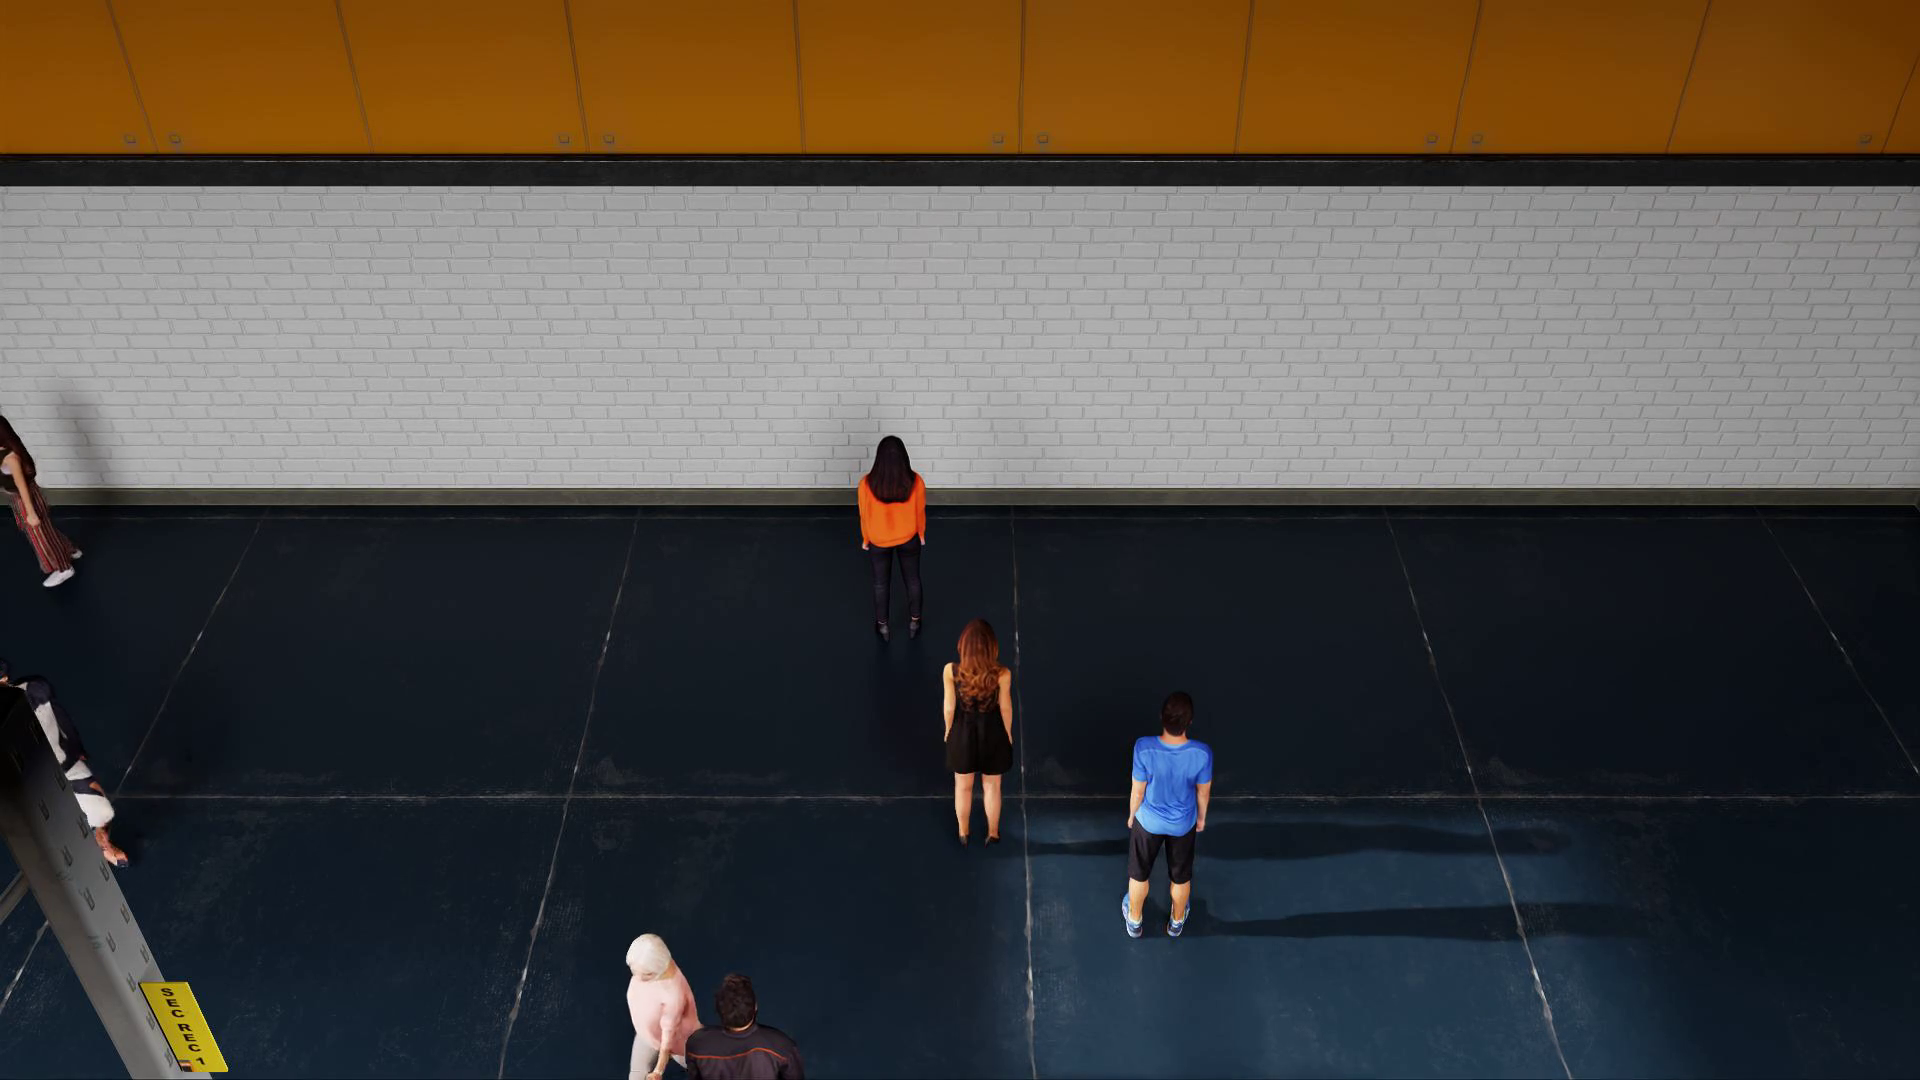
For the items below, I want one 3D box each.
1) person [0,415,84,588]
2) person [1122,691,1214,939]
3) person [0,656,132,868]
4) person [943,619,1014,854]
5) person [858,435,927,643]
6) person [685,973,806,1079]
[{"bbox_3d":[-6.871,-0.331,12.254,0.815,1.554,0.739,-21,43,-24],"label":"person"},{"bbox_3d":[1.184,1.606,9.576,0.618,1.869,0.566,2,39,3],"label":"person"},{"bbox_3d":[-5.482,1.355,9.885,0.884,1.876,0.799,25,45,28],"label":"person"},{"bbox_3d":[0.103,1.211,10.097,0.589,1.834,0.539,3,39,3],"label":"person"},{"bbox_3d":[-0.464,-0.007,11.691,0.644,1.748,0.581,-4,39,-6],"label":"person"},{"bbox_3d":[-1.009,2.760,8.071,0.694,1.944,0.575,1,39,1],"label":"person"}]
